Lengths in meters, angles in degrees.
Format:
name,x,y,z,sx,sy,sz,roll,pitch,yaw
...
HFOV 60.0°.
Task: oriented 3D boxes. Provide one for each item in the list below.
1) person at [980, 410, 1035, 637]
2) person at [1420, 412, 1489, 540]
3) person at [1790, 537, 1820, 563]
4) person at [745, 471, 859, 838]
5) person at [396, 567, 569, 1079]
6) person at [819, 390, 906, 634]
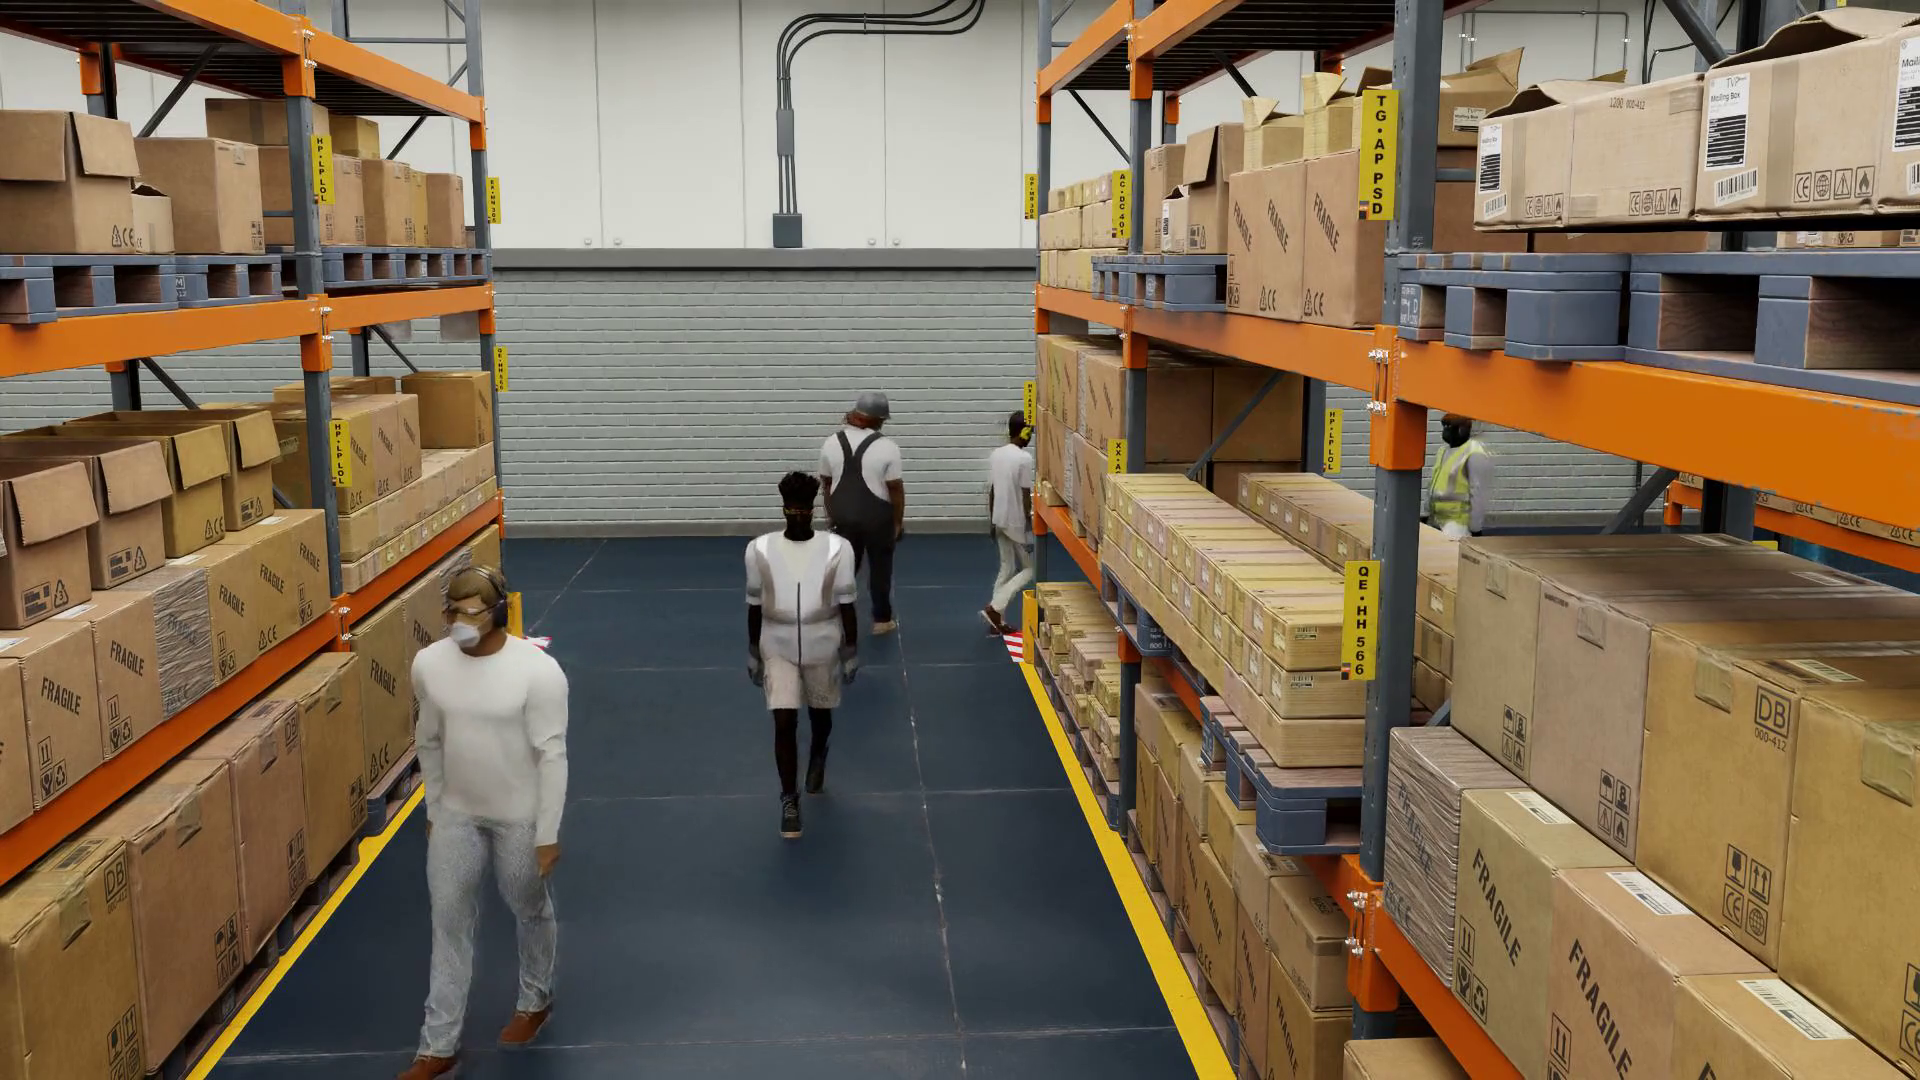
name,x,y,z,sx,sy,sz,roll,pitch,yaw
person,0.413,-0.110,13.211,0.470,1.834,0.578,-7,12,-34
person,3.944,-0.163,13.593,0.915,1.798,0.645,-1,10,-6
person,6.798,-0.155,13.585,0.811,1.791,0.652,9,13,42
person,-0.855,0.557,9.028,0.603,1.930,0.915,-1,10,-5
person,-1.774,1.061,6.093,0.661,1.901,0.928,2,10,12
person,-0.745,-0.230,13.297,0.717,2.000,0.618,4,10,21
